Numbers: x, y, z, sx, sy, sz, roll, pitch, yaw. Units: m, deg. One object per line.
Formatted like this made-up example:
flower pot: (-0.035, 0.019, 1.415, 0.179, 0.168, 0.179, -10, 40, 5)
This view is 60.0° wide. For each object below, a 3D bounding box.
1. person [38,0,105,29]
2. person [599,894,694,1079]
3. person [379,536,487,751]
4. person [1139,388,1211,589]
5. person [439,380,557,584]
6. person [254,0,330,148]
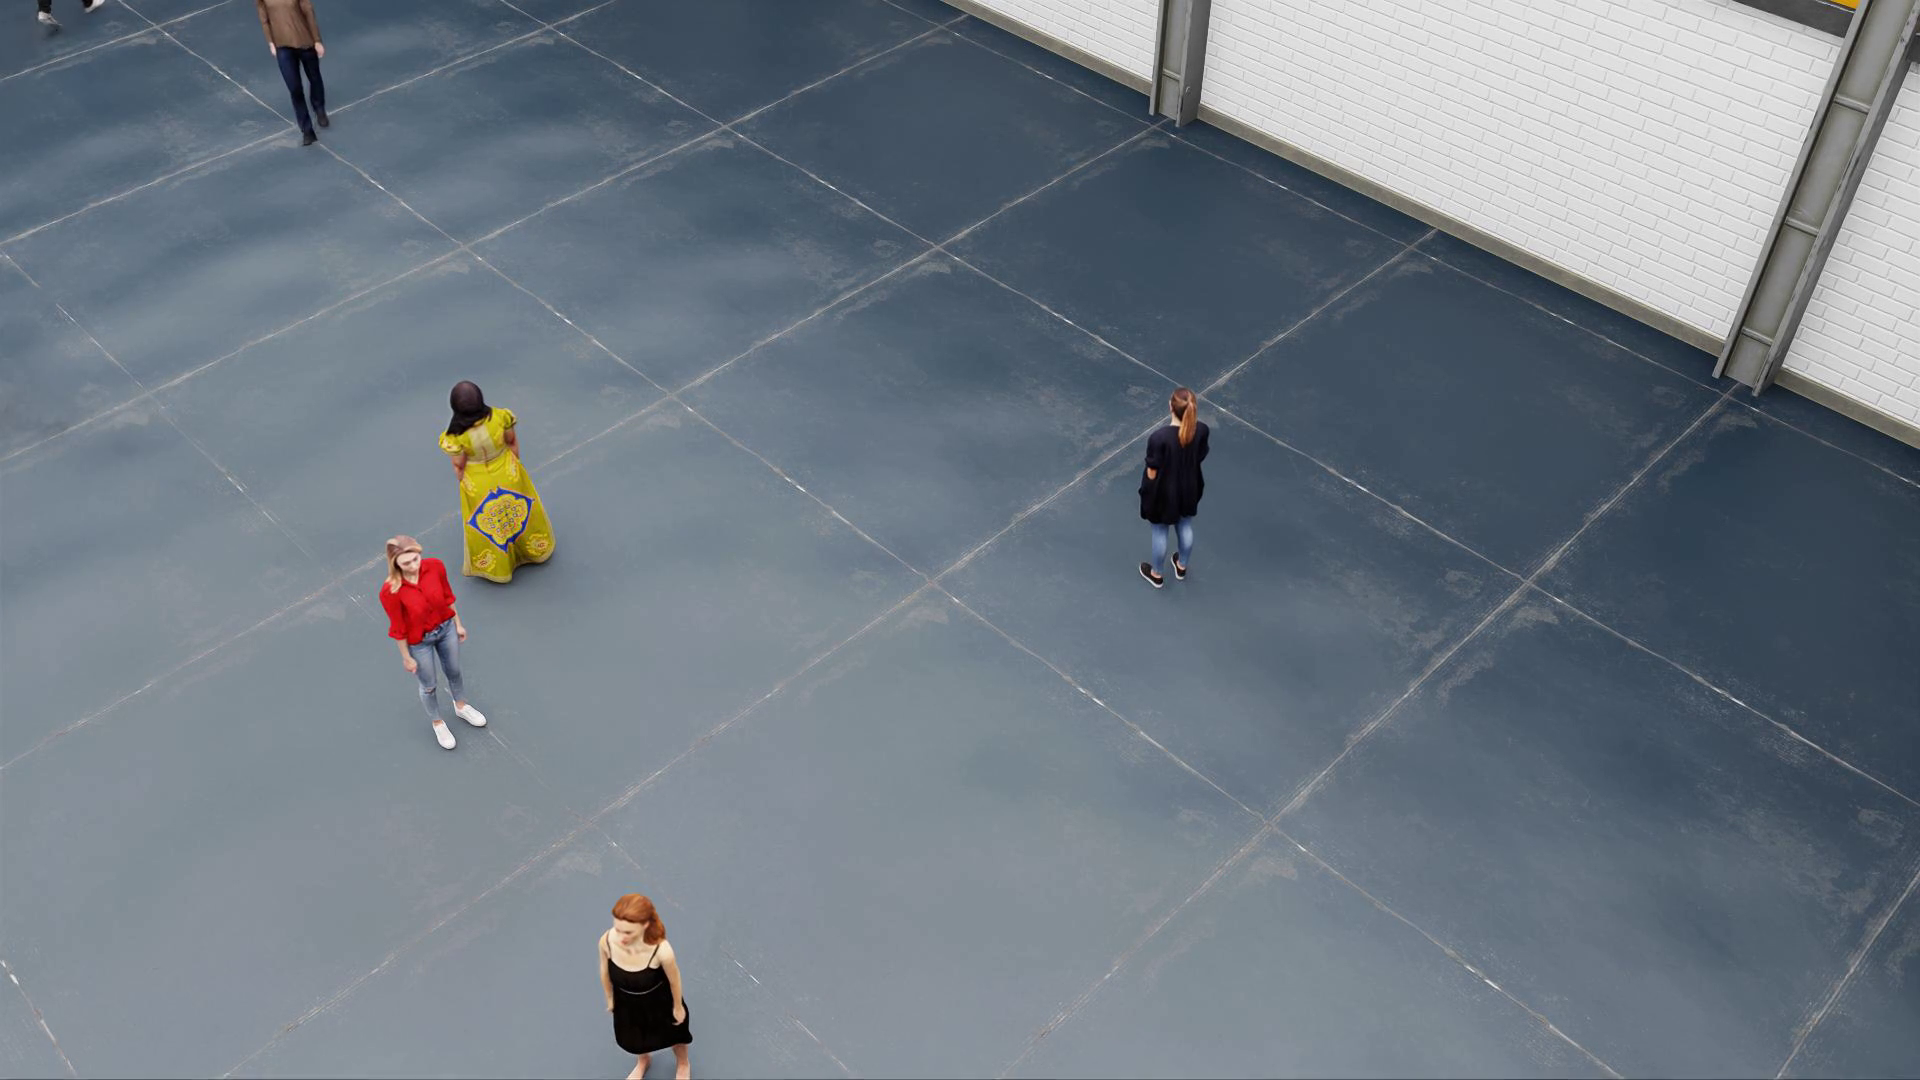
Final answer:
person: (-9.628, -6.253, 17.452, 1.129, 1.734, 1.038, 10, 44, 10)
person: (-1.596, 2.330, 8.523, 0.651, 1.625, 0.731, 8, 44, 8)
person: (-3.277, 0.598, 10.284, 0.512, 1.704, 0.633, 31, 51, 28)
person: (1.455, -0.351, 11.295, 0.715, 1.683, 0.715, -12, 45, -13)
person: (-3.209, -0.417, 11.380, 0.896, 1.660, 0.825, -27, 50, -25)
person: (-6.317, -4.767, 15.807, 0.954, 1.852, 1.144, -14, 45, -14)
